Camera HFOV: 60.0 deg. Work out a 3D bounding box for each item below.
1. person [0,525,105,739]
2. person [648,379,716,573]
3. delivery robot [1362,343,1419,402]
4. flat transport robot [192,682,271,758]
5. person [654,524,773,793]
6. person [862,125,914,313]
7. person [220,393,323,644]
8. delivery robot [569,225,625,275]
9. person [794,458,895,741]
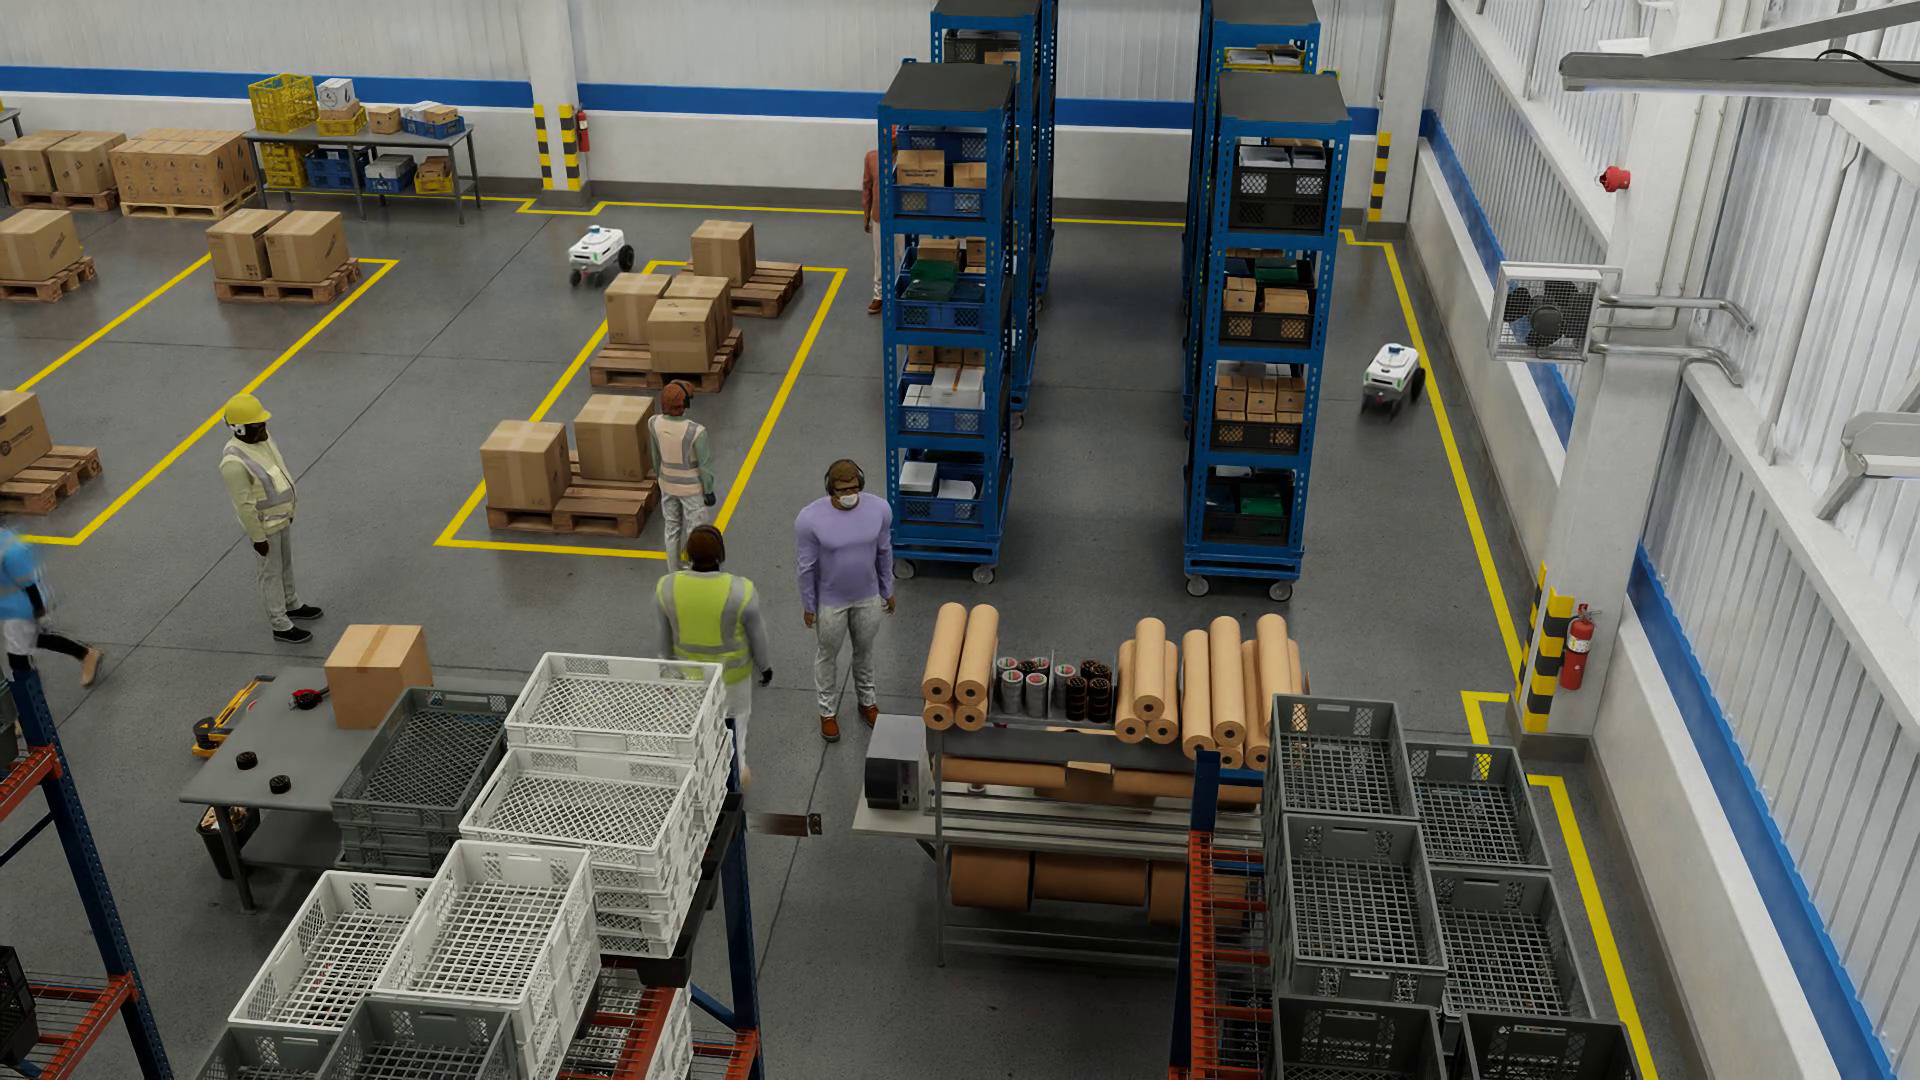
[{"bbox_3d":[-5.971,0.383,10.604,0.528,1.665,0.805,19,35,29],"label":"person"},{"bbox_3d":[-1.987,-0.375,11.948,0.514,1.634,0.313,16,34,25],"label":"person"},{"bbox_3d":[3.861,-1.518,14.884,0.477,0.478,0.707,14,33,23],"label":"delivery robot"},{"bbox_3d":[-4.089,1.163,10.648,1.431,0.197,0.652,3,30,6],"label":"flat transport robot"},{"bbox_3d":[-1.440,0.740,9.850,0.631,1.830,0.443,6,31,11],"label":"person"},{"bbox_3d":[-0.673,-3.198,16.436,0.612,1.997,0.375,7,31,13],"label":"person"},{"bbox_3d":[-4.727,-0.163,11.384,0.404,1.833,0.590,-2,30,-3],"label":"person"},{"bbox_3d":[-3.833,-3.079,17.565,0.477,0.478,0.707,8,31,13],"label":"delivery robot"},{"bbox_3d":[-0.699,0.355,10.391,0.627,1.940,0.372,-12,32,-19],"label":"person"}]
